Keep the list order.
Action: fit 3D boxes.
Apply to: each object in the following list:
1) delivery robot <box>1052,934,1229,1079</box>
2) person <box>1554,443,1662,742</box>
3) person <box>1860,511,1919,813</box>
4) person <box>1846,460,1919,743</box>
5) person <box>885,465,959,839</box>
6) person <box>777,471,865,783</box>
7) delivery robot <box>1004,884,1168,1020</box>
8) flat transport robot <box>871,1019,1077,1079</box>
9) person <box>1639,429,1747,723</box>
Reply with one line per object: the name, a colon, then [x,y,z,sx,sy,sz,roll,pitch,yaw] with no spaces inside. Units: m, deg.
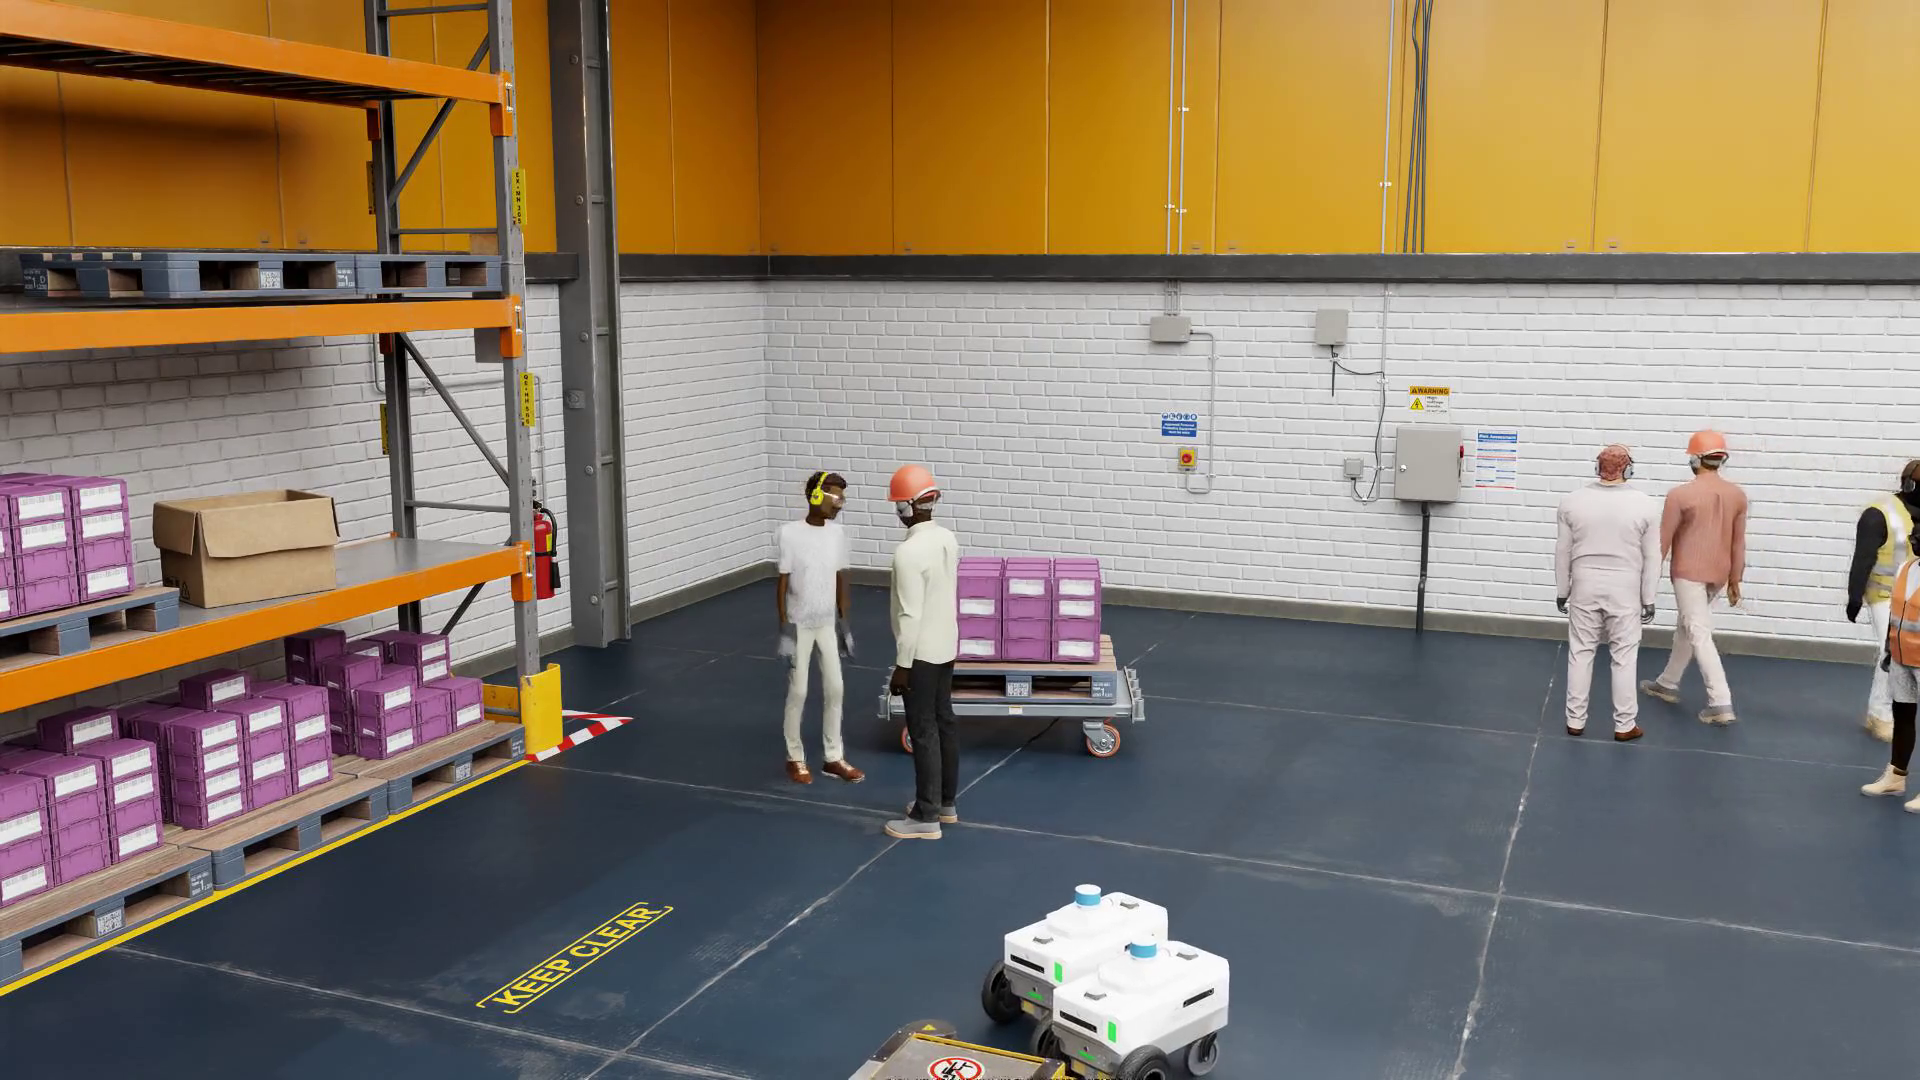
delivery robot: [0.677,1.705,6.159,0.707,0.478,0.477,-8,13,-42]
person: [4.152,0.332,10.677,0.642,1.909,0.399,6,11,32]
person: [5.363,0.667,9.277,0.322,1.697,0.532,-2,10,-11]
person: [6.017,0.388,10.585,0.668,1.816,0.594,-3,10,-15]
person: [-0.212,0.595,8.843,0.400,1.986,0.612,4,10,23]
person: [-0.857,0.528,9.750,0.533,1.846,0.391,-8,12,-40]
delivery robot: [0.511,1.624,6.654,0.707,0.478,0.477,-9,13,-43]
flat transport robot: [-0.153,2.003,5.499,0.652,0.197,1.431,4,10,23]
person: [4.989,0.227,11.208,0.606,1.950,1.021,-3,10,-20]
